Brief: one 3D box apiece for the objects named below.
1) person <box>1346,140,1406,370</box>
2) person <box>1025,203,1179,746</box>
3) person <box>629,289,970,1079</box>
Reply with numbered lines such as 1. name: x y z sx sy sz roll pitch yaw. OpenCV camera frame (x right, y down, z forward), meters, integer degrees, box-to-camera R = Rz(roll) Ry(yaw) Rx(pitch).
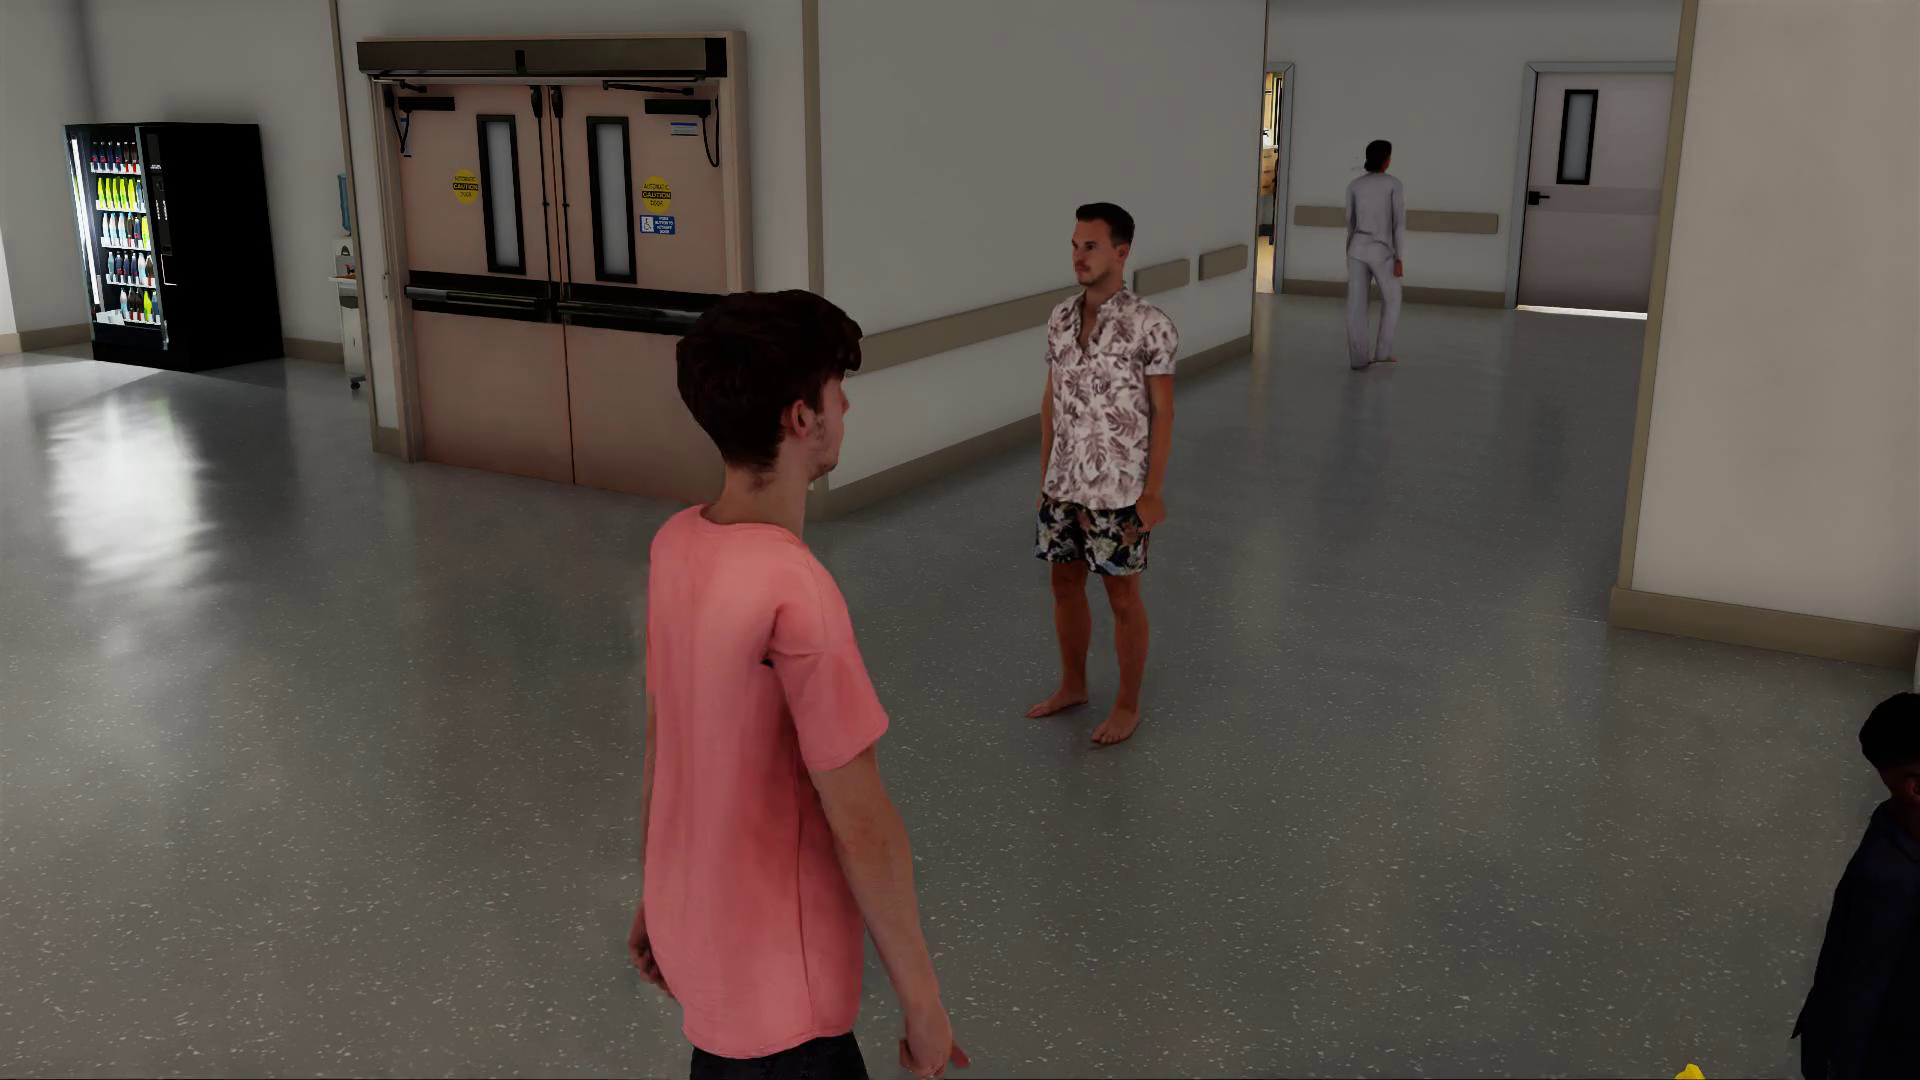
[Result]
1. person: 3.113 -2.156 12.667 0.641 1.724 0.741 11 19 34
2. person: 0.495 -0.234 5.675 0.577 1.818 0.784 14 21 41
3. person: -0.375 0.656 2.353 1.118 1.909 1.247 -10 18 -31
